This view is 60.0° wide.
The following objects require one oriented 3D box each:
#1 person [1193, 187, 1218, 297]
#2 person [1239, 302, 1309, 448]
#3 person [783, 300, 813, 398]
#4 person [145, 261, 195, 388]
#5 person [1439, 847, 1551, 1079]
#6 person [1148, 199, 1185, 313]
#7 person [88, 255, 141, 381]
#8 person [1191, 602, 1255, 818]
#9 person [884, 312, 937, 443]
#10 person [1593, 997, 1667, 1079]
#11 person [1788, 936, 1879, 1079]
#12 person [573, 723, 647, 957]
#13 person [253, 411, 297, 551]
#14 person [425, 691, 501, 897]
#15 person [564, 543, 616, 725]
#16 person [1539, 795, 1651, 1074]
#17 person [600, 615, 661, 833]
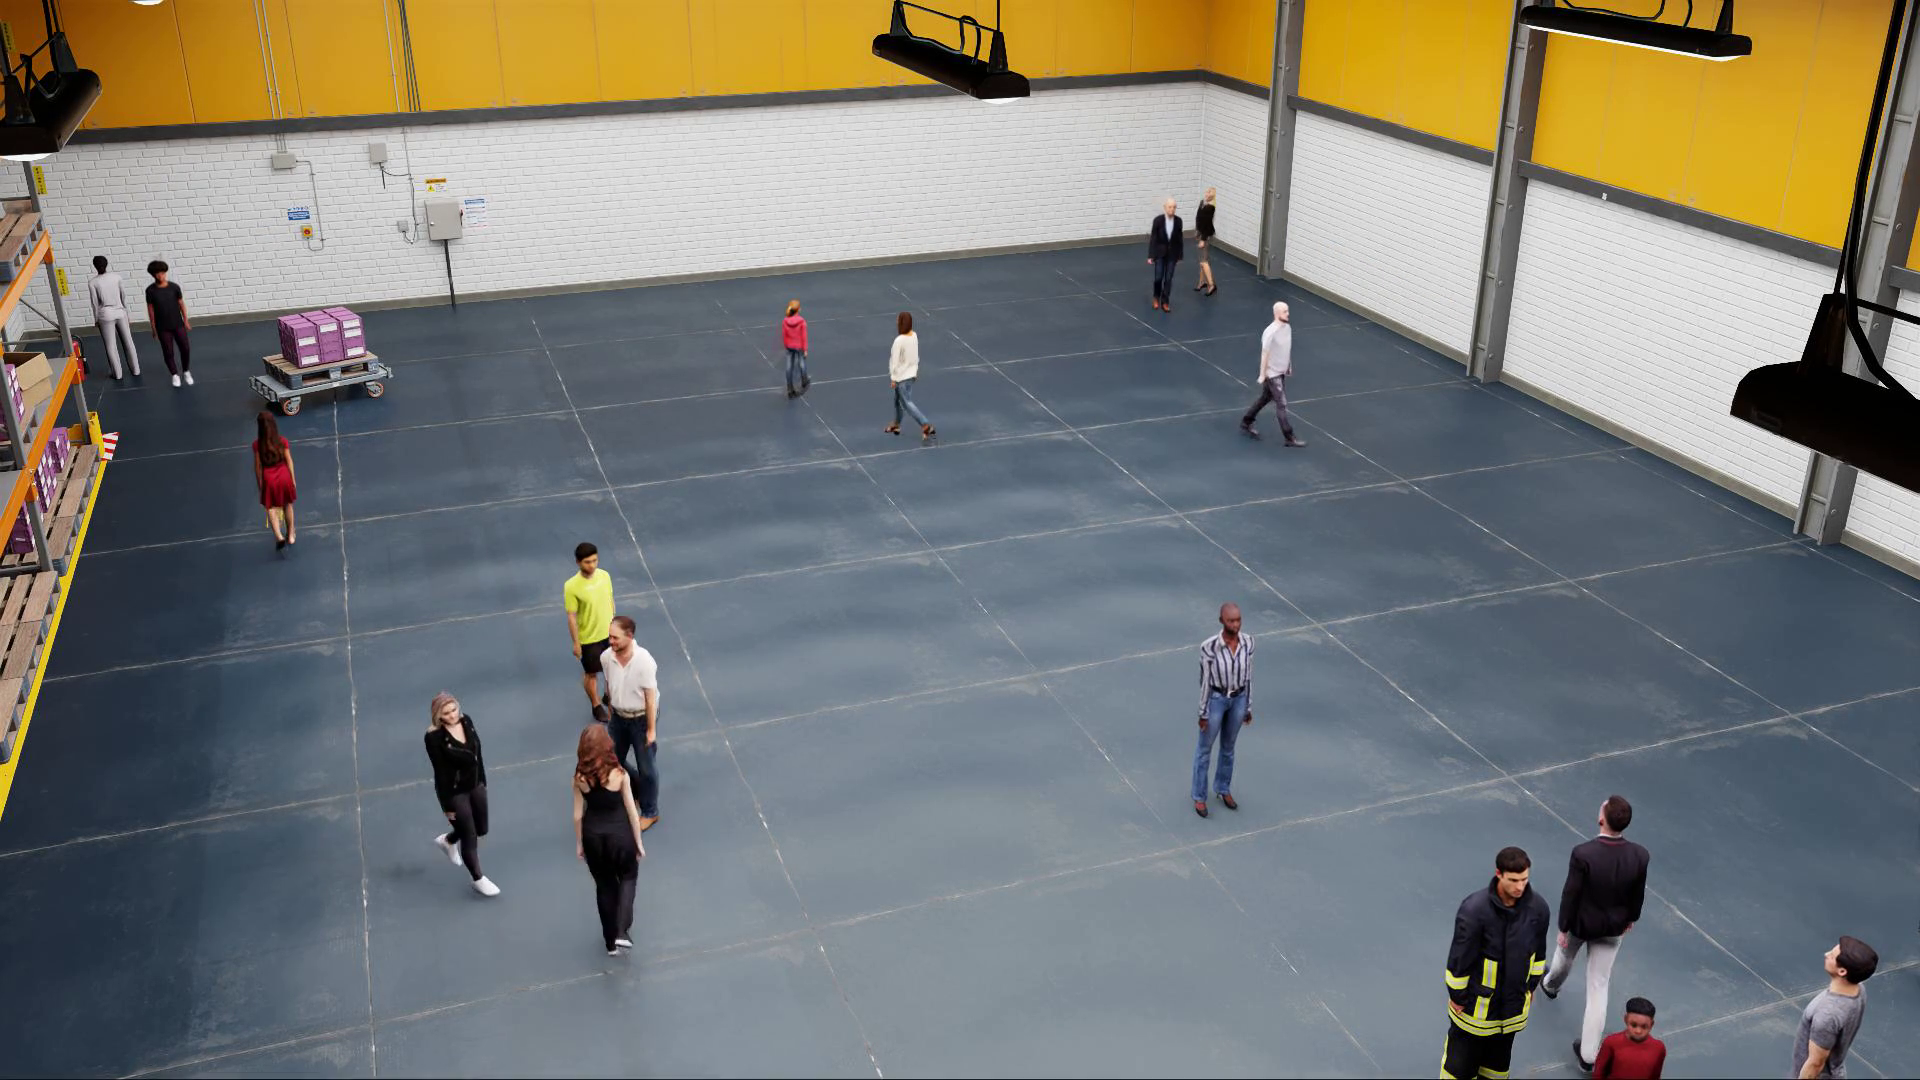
[{"bbox_3d":[4.017,-4.858,27.100,0.769,1.799,0.588,2,24,4],"label":"person"},{"bbox_3d":[3.850,-2.080,20.760,1.328,1.787,1.115,18,29,35],"label":"person"},{"bbox_3d":[-2.256,-2.571,22.510,0.828,1.285,0.952,6,24,13],"label":"person"},{"bbox_3d":[-10.889,-3.000,22.887,0.692,1.770,0.662,-13,27,-27],"label":"person"},{"bbox_3d":[3.148,2.616,9.841,0.813,1.928,0.706,-5,24,-11],"label":"person"},{"bbox_3d":[3.242,-4.535,26.374,0.771,1.789,0.722,-3,24,-8],"label":"person"},{"bbox_3d":[-11.825,-3.120,23.202,0.706,1.737,0.692,-22,32,-40],"label":"person"},{"bbox_3d":[2.050,1.304,13.009,0.621,1.795,0.522,-9,25,-19],"label":"person"},{"bbox_3d":[-0.627,-2.011,20.774,1.116,1.650,1.005,13,27,27],"label":"person"},{"bbox_3d":[3.799,3.123,9.534,0.798,1.245,0.915,7,25,15],"label":"person"},{"bbox_3d":[4.705,2.967,9.109,0.717,1.871,0.735,21,31,40],"label":"person"},{"bbox_3d":[-2.388,2.095,11.278,0.718,1.731,0.814,-3,24,-7],"label":"person"},{"bbox_3d":[-7.289,-0.619,17.721,0.575,1.544,0.821,-10,26,-22],"label":"person"},{"bbox_3d":[-3.674,1.818,11.996,0.960,1.665,0.886,11,26,24],"label":"person"},{"bbox_3d":[-3.196,0.771,14.348,0.758,1.699,0.758,21,31,40],"label":"person"},{"bbox_3d":[3.968,2.473,10.326,1.008,1.802,1.267,1,24,3],"label":"person"},{"bbox_3d":[-2.434,1.358,12.827,0.816,1.841,0.878,11,26,24],"label":"person"}]
